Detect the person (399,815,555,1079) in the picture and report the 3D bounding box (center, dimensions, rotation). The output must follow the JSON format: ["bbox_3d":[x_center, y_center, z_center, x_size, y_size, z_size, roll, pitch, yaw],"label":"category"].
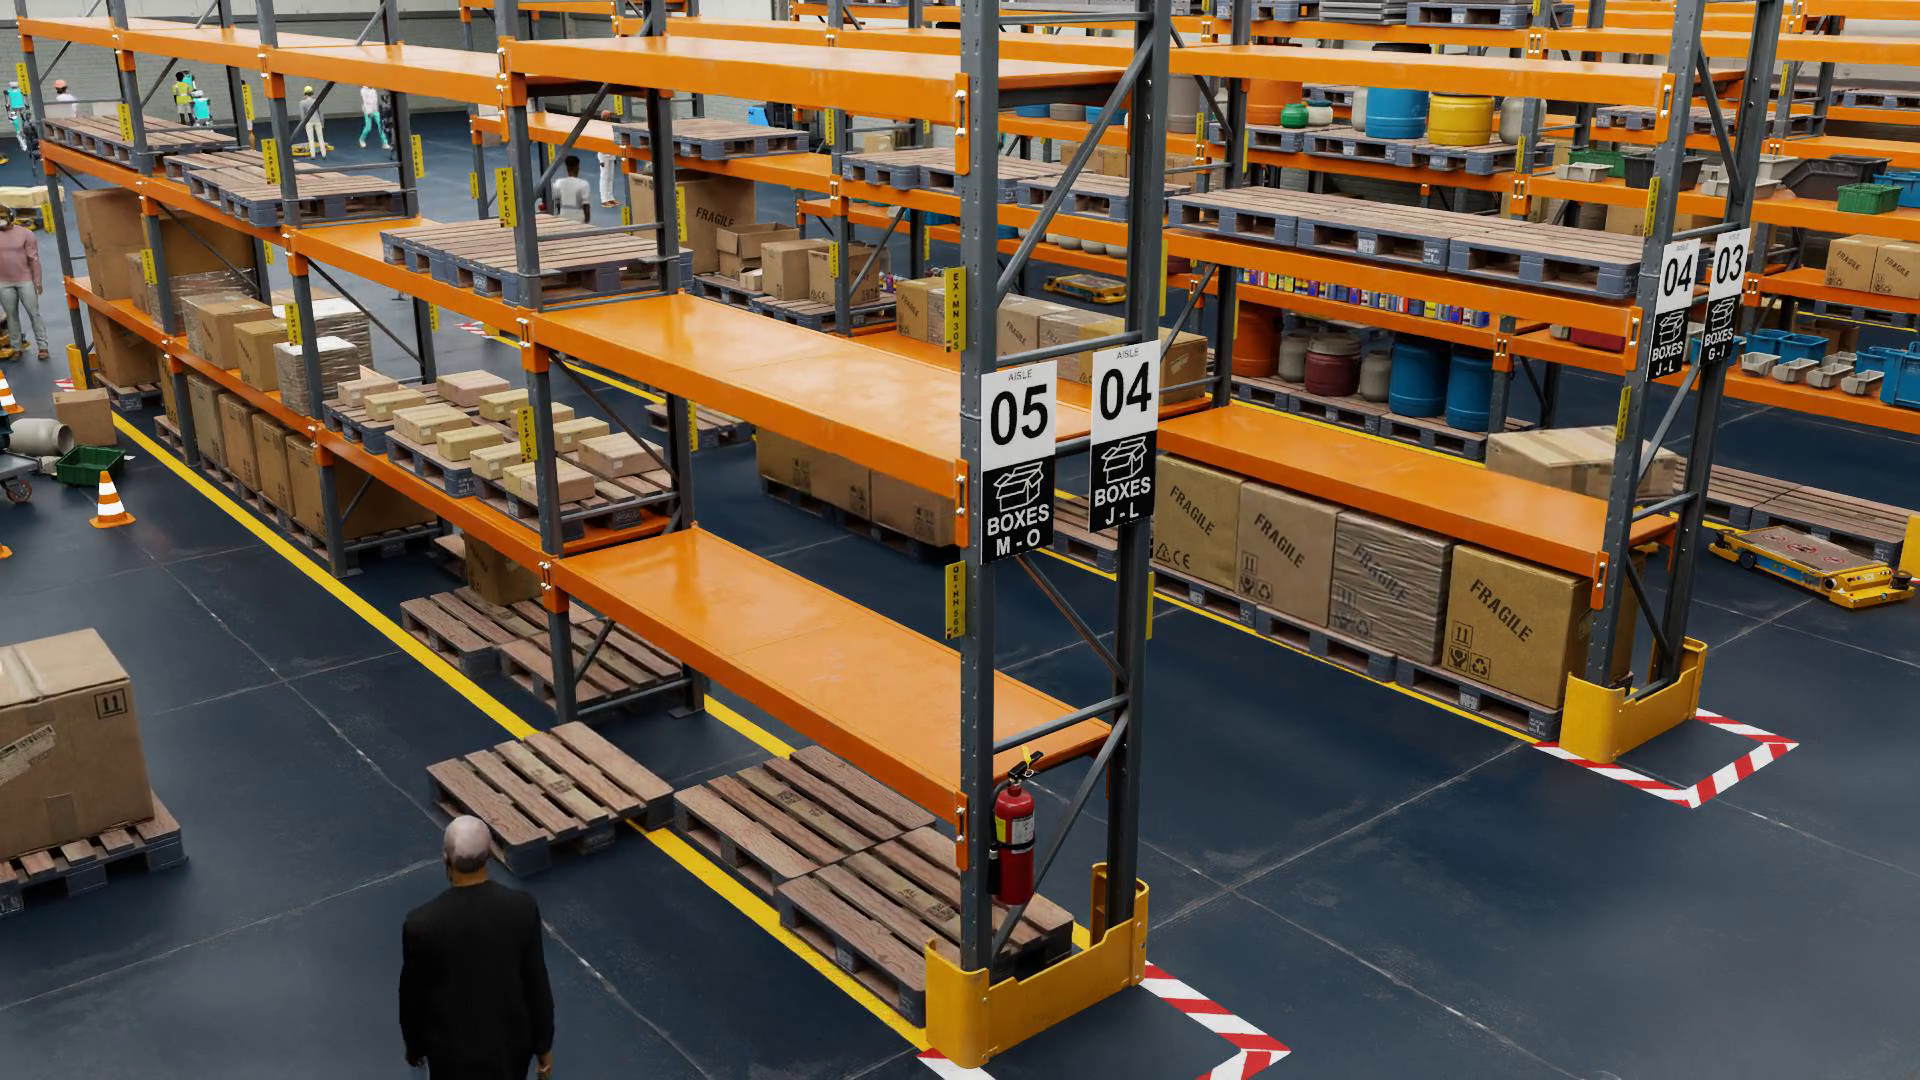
[{"bbox_3d":[-1.773,1.896,6.212,0.525,1.820,0.949,-12,23,-31],"label":"person"}]

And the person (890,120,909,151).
[{"bbox_3d":[-1.323,-8.106,34.781,0.731,1.733,0.583,17,26,40],"label":"person"}]

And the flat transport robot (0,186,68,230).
[{"bbox_3d":[-17.289,-5.904,30.740,0.659,0.231,1.431,-2,19,-6],"label":"flat transport robot"}]

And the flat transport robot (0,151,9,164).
[{"bbox_3d":[-23.655,-9.103,39.842,1.431,0.231,0.659,-7,21,-19],"label":"flat transport robot"}]

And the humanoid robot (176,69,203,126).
[{"bbox_3d":[-21.608,-12.383,46.996,0.810,1.796,0.551,10,22,26],"label":"humanoid robot"}]

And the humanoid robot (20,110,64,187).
[{"bbox_3d":[-19.927,-8.451,35.937,0.591,1.630,0.754,16,25,38],"label":"humanoid robot"}]

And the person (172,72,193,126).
[{"bbox_3d":[-21.808,-12.283,46.733,0.534,1.699,0.318,-15,24,-36],"label":"person"}]

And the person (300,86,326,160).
[{"bbox_3d":[-15.869,-10.222,40.771,0.532,1.765,0.327,-12,23,-30],"label":"person"}]

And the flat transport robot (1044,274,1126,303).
[{"bbox_3d":[1.931,-3.694,24.450,0.659,0.231,1.431,-14,24,-34],"label":"flat transport robot"}]

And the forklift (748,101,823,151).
[{"bbox_3d":[-4.526,-11.368,42.374,1.129,2.768,1.873,-15,24,-37],"label":"forklift"}]

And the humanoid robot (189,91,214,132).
[{"bbox_3d":[-18.048,-9.692,39.420,0.740,1.872,0.564,12,23,31],"label":"humanoid robot"}]

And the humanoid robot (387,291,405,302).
[{"bbox_3d":[-7.930,-4.169,23.709,0.689,1.635,0.594,-7,21,-20],"label":"humanoid robot"}]

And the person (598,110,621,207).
[{"bbox_3d":[-7.011,-7.586,33.094,0.360,1.882,0.573,6,20,15],"label":"person"}]

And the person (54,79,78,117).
[{"bbox_3d":[-21.239,-10.001,39.791,0.981,2.005,0.608,-2,19,-5],"label":"person"}]

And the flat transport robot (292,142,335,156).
[{"bbox_3d":[-16.523,-9.887,42.073,0.659,0.231,1.431,4,20,12],"label":"flat transport robot"}]

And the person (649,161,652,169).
[{"bbox_3d":[-6.027,-7.554,33.215,0.347,1.742,0.469,8,21,20],"label":"person"}]

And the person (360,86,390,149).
[{"bbox_3d":[-15.237,-11.083,43.059,0.799,1.872,0.489,13,23,33],"label":"person"}]

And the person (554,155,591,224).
[{"bbox_3d":[-5.883,-4.916,25.460,0.622,1.905,1.041,5,20,13],"label":"person"}]

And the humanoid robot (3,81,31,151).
[{"bbox_3d":[-24.285,-10.925,42.895,0.531,1.785,1.015,-12,22,-30],"label":"humanoid robot"}]

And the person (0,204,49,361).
[{"bbox_3d":[-11.614,-3.170,20.465,0.622,1.931,0.374,-4,20,-12],"label":"person"}]

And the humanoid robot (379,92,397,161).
[{"bbox_3d":[-13.943,-10.109,40.649,0.612,1.618,0.778,8,21,21],"label":"humanoid robot"}]

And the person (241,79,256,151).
[{"bbox_3d":[-17.972,-10.664,41.891,0.385,1.853,0.799,-8,21,-22],"label":"person"}]

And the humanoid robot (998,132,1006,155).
[{"bbox_3d":[0.524,-7.869,34.198,0.910,1.819,0.566,0,19,-1],"label":"humanoid robot"}]

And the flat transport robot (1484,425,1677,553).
[{"bbox_3d":[5.331,-0.176,14.437,0.659,0.231,1.431,-5,20,-13],"label":"flat transport robot"}]

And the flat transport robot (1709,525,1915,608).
[{"bbox_3d":[6.832,0.193,13.386,0.659,0.231,1.431,-8,21,-21],"label":"flat transport robot"}]

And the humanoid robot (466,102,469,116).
[{"bbox_3d":[-13.130,-11.713,45.182,0.601,1.652,0.341,0,19,1],"label":"humanoid robot"}]

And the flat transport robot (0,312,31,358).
[{"bbox_3d":[-12.521,-2.413,20.802,1.431,0.231,0.659,-2,19,-6],"label":"flat transport robot"}]

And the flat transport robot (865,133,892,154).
[{"bbox_3d":[-1.735,-8.327,37.633,1.431,0.231,0.659,6,20,16],"label":"flat transport robot"}]

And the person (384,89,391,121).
[{"bbox_3d":[-17.249,-13.697,50.558,0.504,1.846,0.915,17,25,40],"label":"person"}]

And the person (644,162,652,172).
[{"bbox_3d":[-6.749,-9.020,37.201,0.555,1.865,0.589,7,20,19],"label":"person"}]
